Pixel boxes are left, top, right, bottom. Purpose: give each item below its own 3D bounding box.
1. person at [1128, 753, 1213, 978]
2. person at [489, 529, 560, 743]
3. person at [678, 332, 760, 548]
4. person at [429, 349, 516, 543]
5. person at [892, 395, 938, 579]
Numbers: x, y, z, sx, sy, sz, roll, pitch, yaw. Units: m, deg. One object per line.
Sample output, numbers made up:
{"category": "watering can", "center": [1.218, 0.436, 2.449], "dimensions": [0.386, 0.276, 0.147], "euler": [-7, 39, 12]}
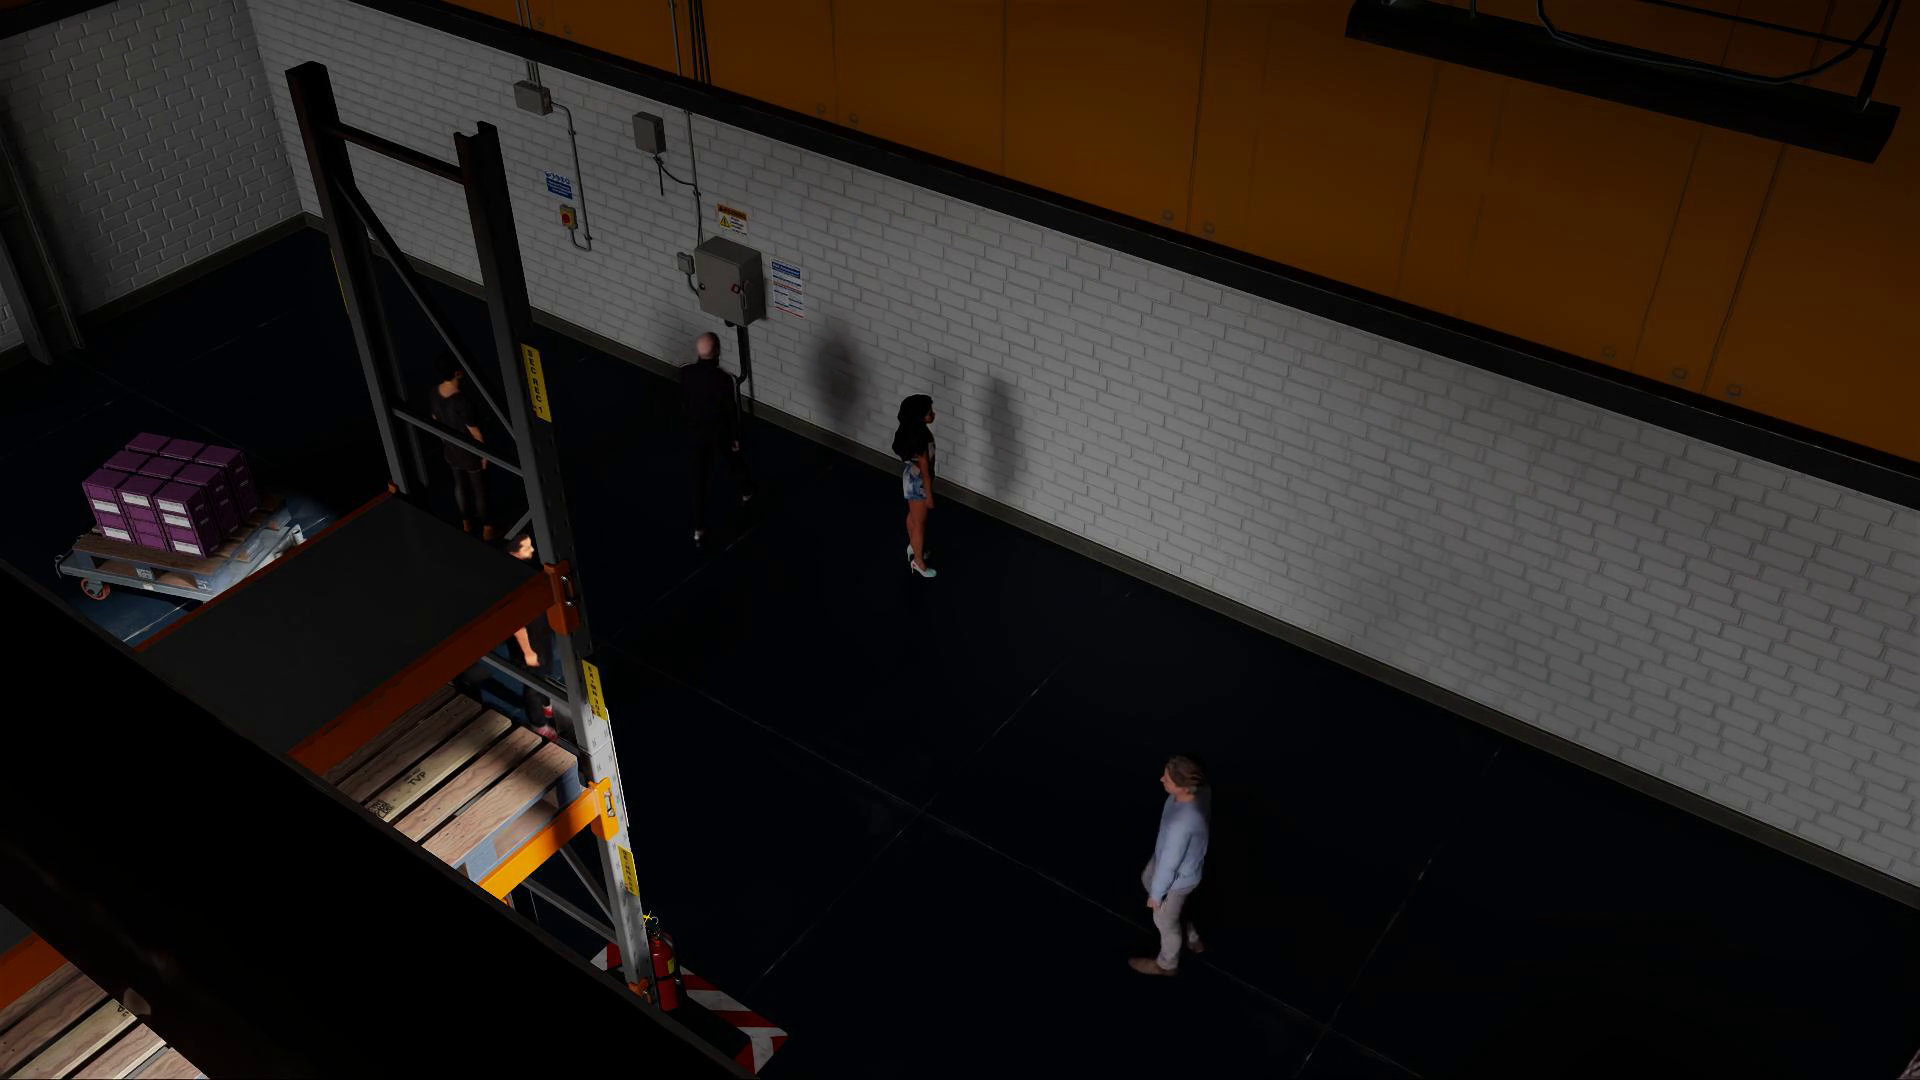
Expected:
{"category": "person", "center": [1.330, 1.913, 9.649], "dimensions": [0.857, 1.882, 0.750], "euler": [10, 40, 12]}
{"category": "person", "center": [-2.949, 0.645, 11.338], "dimensions": [0.781, 1.756, 0.690], "euler": [1, 39, 1]}
{"category": "person", "center": [-1.990, -0.769, 13.078], "dimensions": [0.988, 1.795, 1.248], "euler": [7, 39, 9]}
{"category": "person", "center": [-3.904, -0.740, 13.105], "dimensions": [0.612, 1.716, 0.536], "euler": [22, 44, 25]}
{"category": "person", "center": [-0.313, -0.424, 12.780], "dimensions": [0.722, 1.627, 0.659], "euler": [-5, 39, -7]}
